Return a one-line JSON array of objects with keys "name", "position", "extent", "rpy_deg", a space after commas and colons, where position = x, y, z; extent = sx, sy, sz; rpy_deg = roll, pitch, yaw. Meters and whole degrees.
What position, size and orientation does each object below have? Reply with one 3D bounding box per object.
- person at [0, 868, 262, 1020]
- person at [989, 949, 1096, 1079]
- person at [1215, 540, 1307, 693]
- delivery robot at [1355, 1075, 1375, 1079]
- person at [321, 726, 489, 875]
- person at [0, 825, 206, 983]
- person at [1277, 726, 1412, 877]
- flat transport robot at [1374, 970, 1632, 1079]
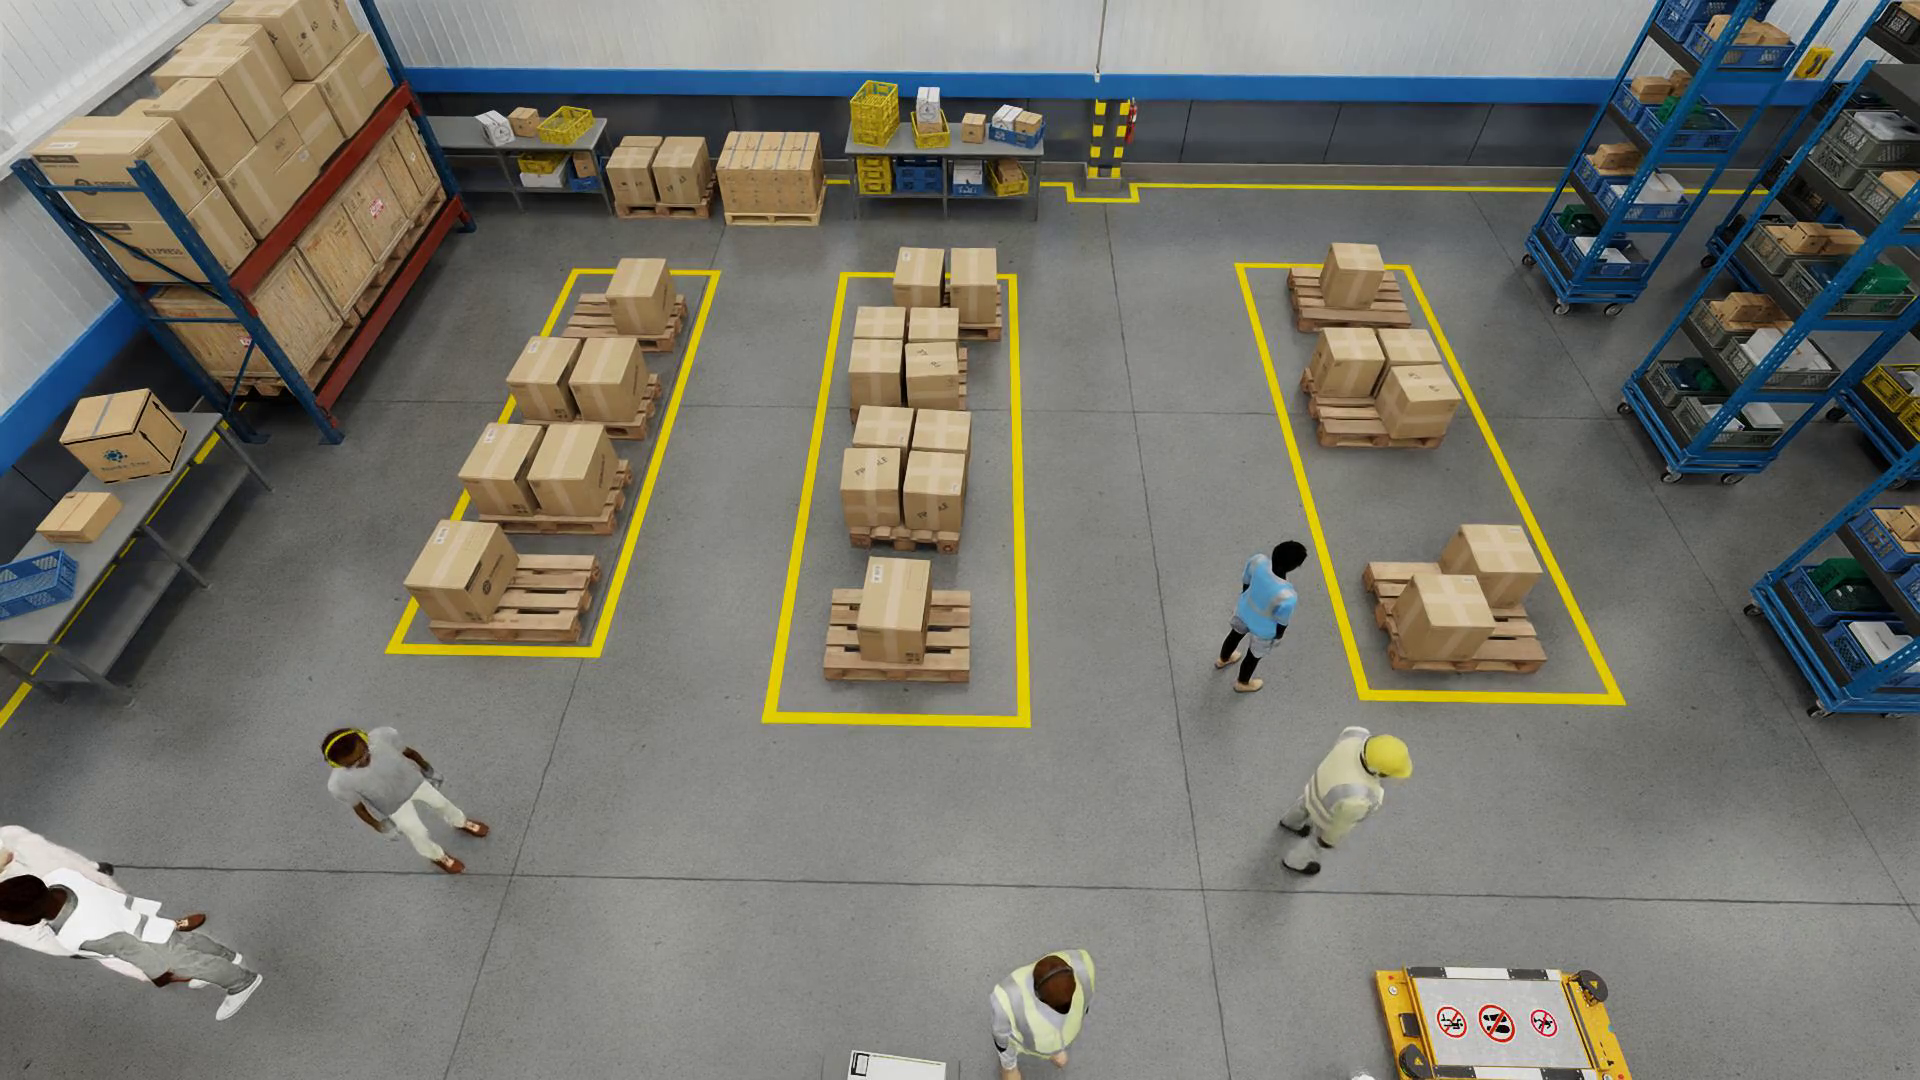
[{"name": "person", "position": [-4.907, 2.384, 5.469], "extent": [0.593, 1.919, 0.388], "rpy_deg": [30, 57, 22]}, {"name": "person", "position": [0.469, 2.739, 5.228], "extent": [0.621, 1.847, 0.429], "rpy_deg": [-19, 53, -15]}, {"name": "person", "position": [2.318, 0.596, 7.072], "extent": [0.319, 1.691, 0.532], "rpy_deg": [-18, 53, -14]}, {"name": "delivery robot", "position": [2.486, 3.544, 5.339], "extent": [0.477, 0.478, 0.707], "rpy_deg": [-23, 55, -18]}, {"name": "person", "position": [-3.680, 1.707, 6.068], "extent": [0.390, 1.851, 0.509], "rpy_deg": [21, 54, 16]}, {"name": "person", "position": [-5.375, 2.225, 5.607], "extent": [0.399, 1.908, 0.643], "rpy_deg": [-18, 53, -14]}, {"name": "person", "position": [2.490, 1.726, 6.071], "extent": [0.409, 1.820, 0.613], "rpy_deg": [9, 51, 7]}, {"name": "flat transport robot", "position": [3.501, 3.133, 5.914], "extent": [1.431, 0.197, 0.652], "rpy_deg": [1, 51, 1]}]
